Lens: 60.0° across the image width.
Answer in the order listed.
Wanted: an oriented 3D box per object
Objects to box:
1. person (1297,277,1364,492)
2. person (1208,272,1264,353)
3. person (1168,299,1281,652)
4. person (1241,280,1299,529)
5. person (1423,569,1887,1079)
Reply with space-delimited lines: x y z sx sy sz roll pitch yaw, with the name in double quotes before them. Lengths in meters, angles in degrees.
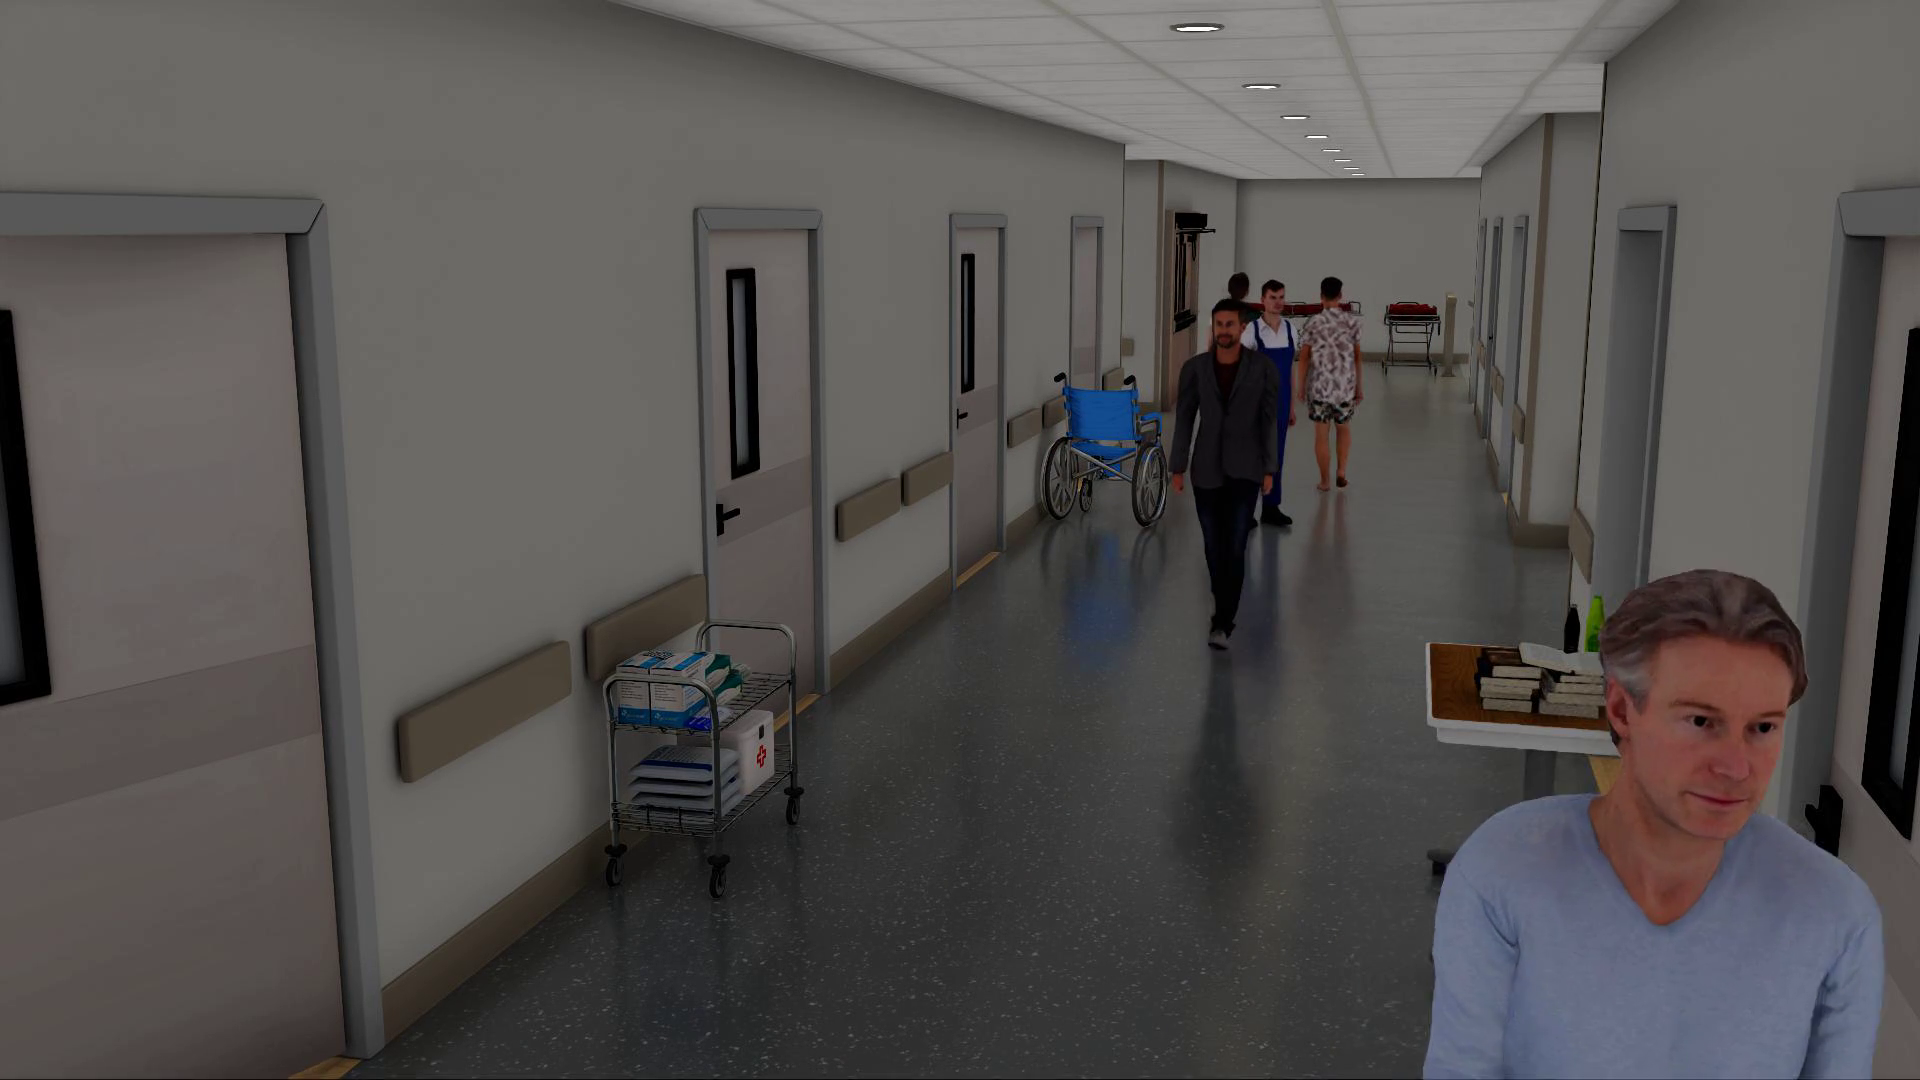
"person" 3.154 -1.299 14.026 0.771 1.804 0.730 0 11 0
"person" 2.389 -1.400 14.485 0.692 1.829 0.995 4 11 21
"person" 1.438 -0.343 8.945 0.773 1.821 1.215 4 11 19
"person" 2.312 -1.030 12.489 0.726 1.849 0.751 -4 11 -19
"person" 0.766 0.940 2.041 0.677 1.873 0.960 2 11 12
